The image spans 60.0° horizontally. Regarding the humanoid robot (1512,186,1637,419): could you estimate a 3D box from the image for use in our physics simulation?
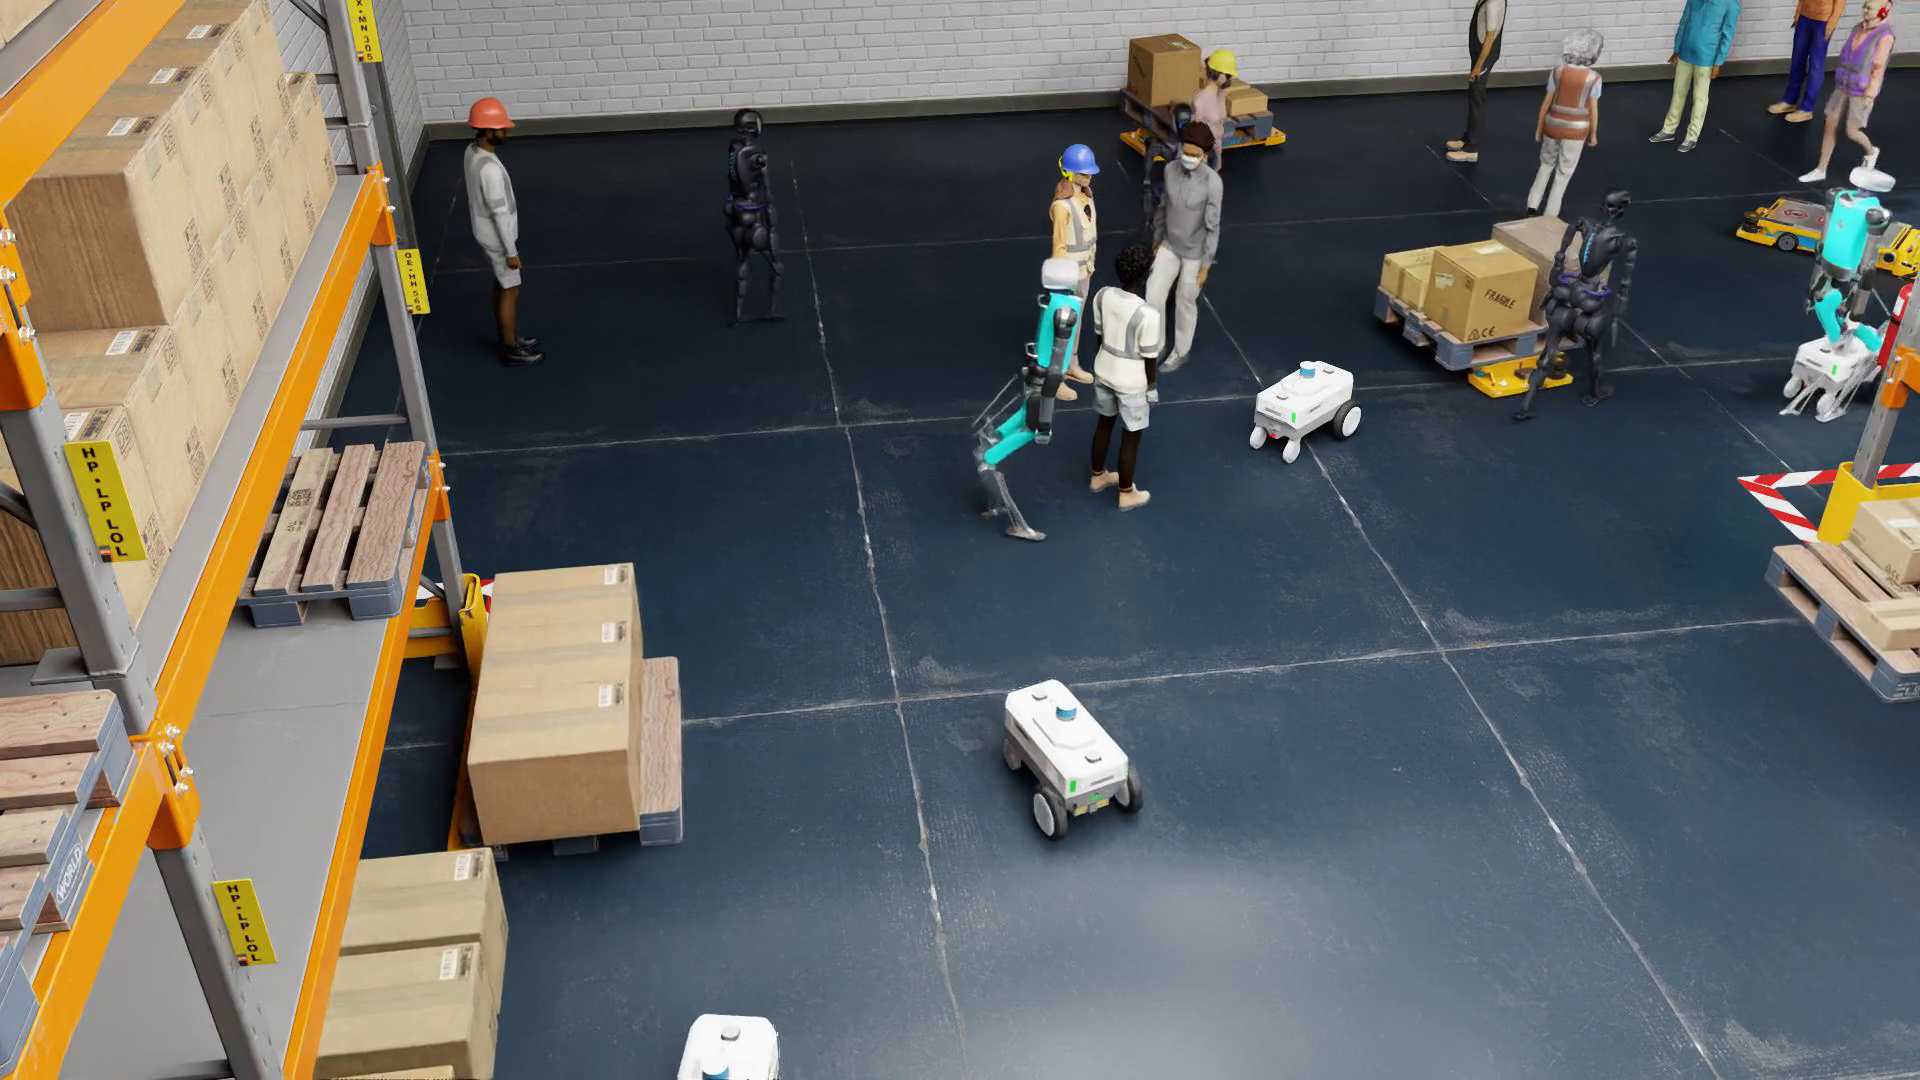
[{"bbox_3d":[4.123,-1.576,11.036,0.835,1.624,0.608,-24,40,-32],"label":"humanoid robot"}]

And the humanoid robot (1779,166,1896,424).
[{"bbox_3d":[5.930,-1.586,10.945,0.712,1.795,0.554,-6,34,-9],"label":"humanoid robot"}]

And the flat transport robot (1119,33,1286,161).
[{"bbox_3d":[2.301,-3.860,15.768,1.431,0.231,0.659,-12,35,-18],"label":"flat transport robot"}]

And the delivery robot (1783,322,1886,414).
[{"bbox_3d":[6.098,-1.226,11.463,0.789,0.587,0.499,-17,37,-24],"label":"delivery robot"}]

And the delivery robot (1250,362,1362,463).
[{"bbox_3d":[2.263,-0.894,10.949,0.774,0.581,0.499,-29,43,-36],"label":"delivery robot"}]

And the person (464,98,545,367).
[{"bbox_3d":[-3.190,-2.130,11.607,0.387,1.926,0.545,-16,36,-23],"label":"person"}]

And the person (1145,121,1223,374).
[{"bbox_3d":[1.480,-1.974,11.410,0.597,1.871,0.582,26,41,34],"label":"person"}]

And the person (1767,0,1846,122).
[{"bbox_3d":[8.262,-5.055,16.046,0.400,1.973,0.517,-11,35,-17],"label":"person"}]

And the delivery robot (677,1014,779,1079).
[{"bbox_3d":[-0.892,2.198,6.240,0.525,0.614,0.786,2,33,4],"label":"delivery robot"}]

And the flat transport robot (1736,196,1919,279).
[{"bbox_3d":[7.232,-2.497,13.678,1.431,0.231,0.659,23,40,31],"label":"flat transport robot"}]

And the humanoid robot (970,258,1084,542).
[{"bbox_3d":[0.292,-0.781,9.720,0.790,1.789,0.530,-1,33,-2],"label":"humanoid robot"}]

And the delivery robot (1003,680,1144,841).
[{"bbox_3d":[0.514,1.034,8.015,0.499,0.603,0.795,-15,36,-22],"label":"delivery robot"}]

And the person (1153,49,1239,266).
[{"bbox_3d":[1.892,-3.001,13.106,0.493,1.735,0.555,19,37,26],"label":"person"}]

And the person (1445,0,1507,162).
[{"bbox_3d":[4.717,-4.367,15.102,0.345,1.846,0.503,9,34,14],"label":"person"}]

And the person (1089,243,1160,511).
[{"bbox_3d":[0.998,-0.982,10.054,0.320,1.693,0.533,-21,39,-29],"label":"person"}]

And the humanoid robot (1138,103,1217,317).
[{"bbox_3d":[1.615,-2.393,12.237,0.590,1.652,0.477,-2,33,-3],"label":"humanoid robot"}]

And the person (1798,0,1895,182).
[{"bbox_3d":[7.915,-3.948,14.608,0.589,1.676,0.496,-10,35,-15],"label":"person"}]

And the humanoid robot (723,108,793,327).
[{"bbox_3d":[-1.520,-2.355,12.183,0.533,1.642,0.586,-24,40,-32],"label":"humanoid robot"}]

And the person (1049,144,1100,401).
[{"bbox_3d":[0.773,-1.820,11.259,0.310,1.777,0.484,17,37,24],"label":"person"}]

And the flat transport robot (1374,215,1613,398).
[{"bbox_3d":[3.744,-1.461,12.091,0.659,0.231,1.431,-11,35,-17],"label":"flat transport robot"}]

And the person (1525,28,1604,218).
[{"bbox_3d":[5.020,-3.382,13.742,0.462,1.677,0.351,24,40,32],"label":"person"}]

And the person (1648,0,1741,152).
[{"bbox_3d":[6.816,-4.488,15.369,0.325,1.752,0.562,-18,37,-25],"label":"person"}]
